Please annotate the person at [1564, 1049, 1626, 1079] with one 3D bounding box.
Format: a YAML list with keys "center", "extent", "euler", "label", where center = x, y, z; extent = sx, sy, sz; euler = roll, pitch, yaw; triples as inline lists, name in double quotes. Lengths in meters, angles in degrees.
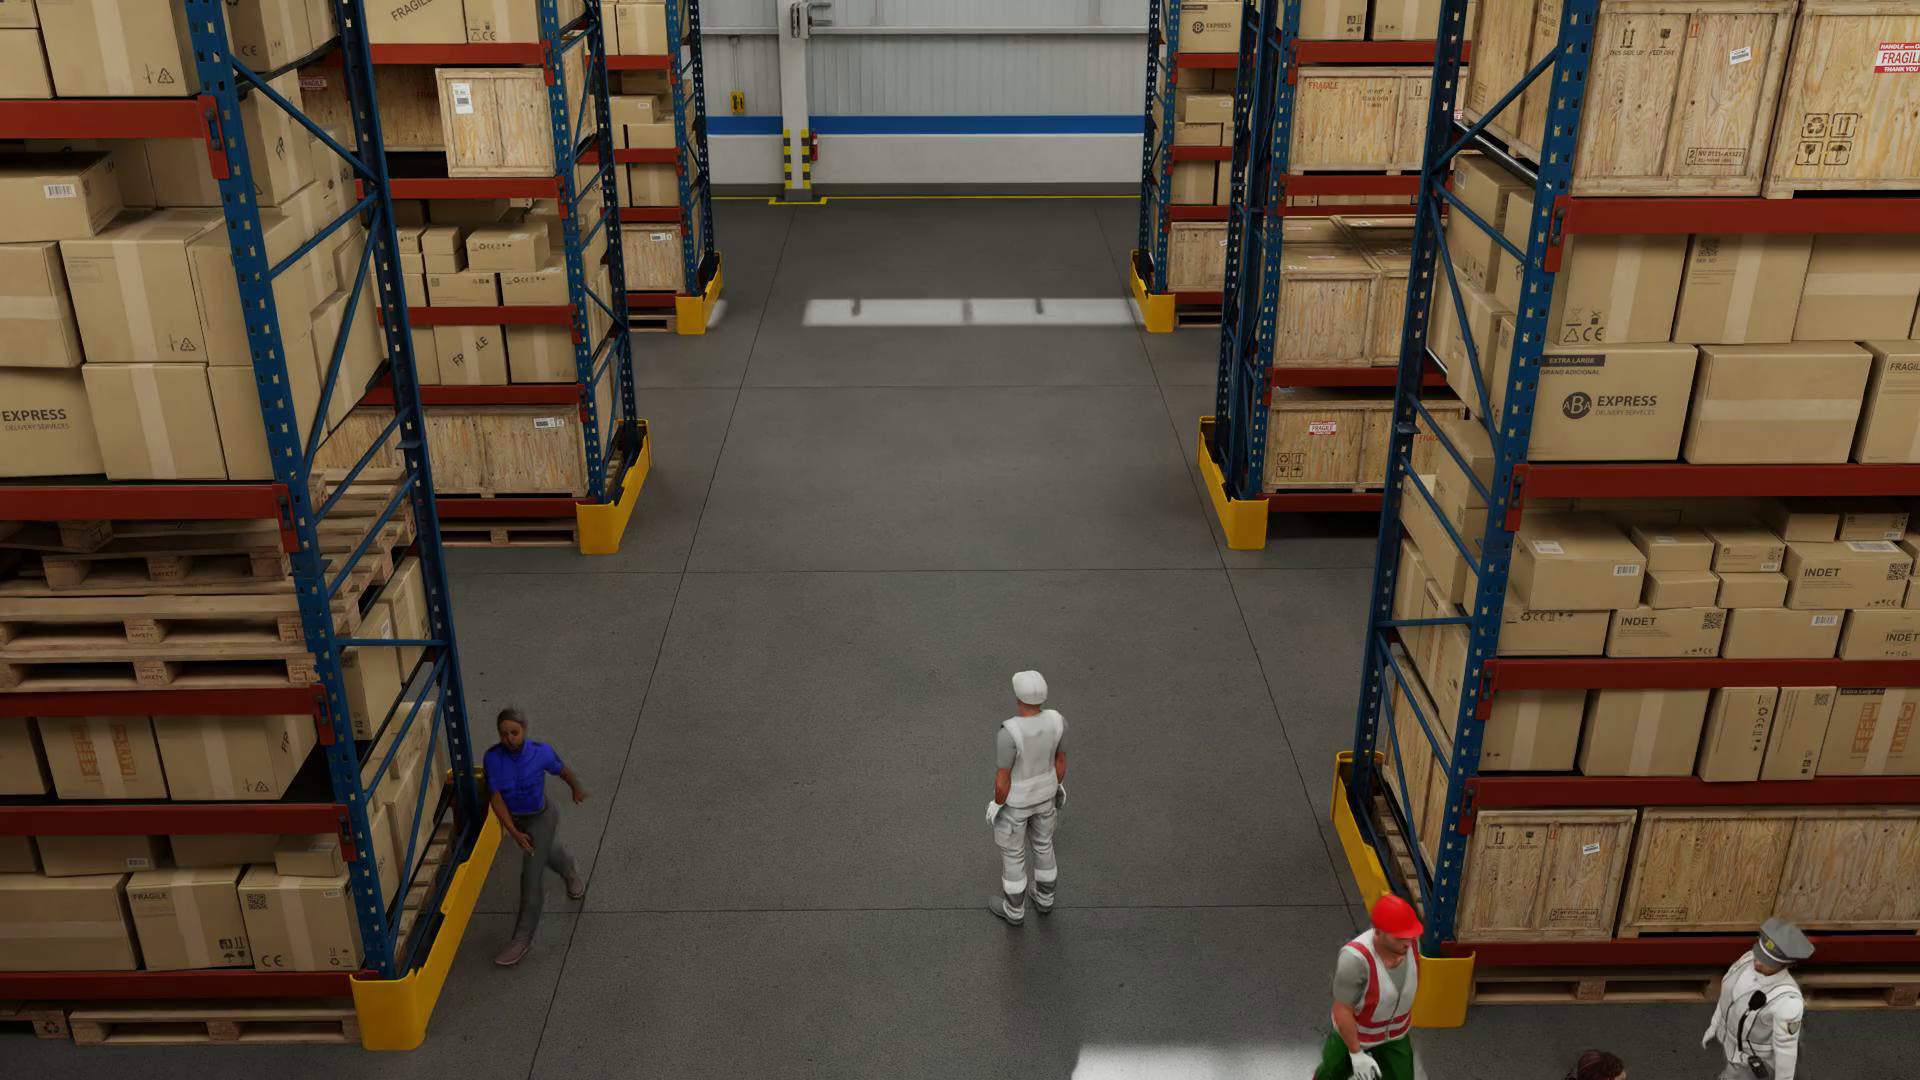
- center: [2.899, 3.015, 7.633]
  extent: [0.747, 1.588, 0.552]
  euler: [7, 26, 14]
  label: "person"

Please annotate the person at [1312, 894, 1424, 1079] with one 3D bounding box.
- center: [2.094, 2.516, 8.455]
  extent: [0.508, 1.763, 0.856]
  euler: [-8, 26, -16]
  label: "person"

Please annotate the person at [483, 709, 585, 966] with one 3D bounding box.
- center: [-2.674, 1.732, 10.349]
  extent: [0.433, 1.599, 1.002]
  euler: [4, 25, 8]
  label: "person"

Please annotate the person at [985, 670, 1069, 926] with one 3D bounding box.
- center: [0.406, 1.597, 10.431]
  extent: [0.553, 1.795, 0.363]
  euler: [-13, 28, -26]
  label: "person"

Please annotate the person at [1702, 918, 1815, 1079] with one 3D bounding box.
- center: [3.980, 2.599, 8.434]
  extent: [0.901, 1.630, 0.495]
  euler: [2, 25, 4]
  label: "person"
